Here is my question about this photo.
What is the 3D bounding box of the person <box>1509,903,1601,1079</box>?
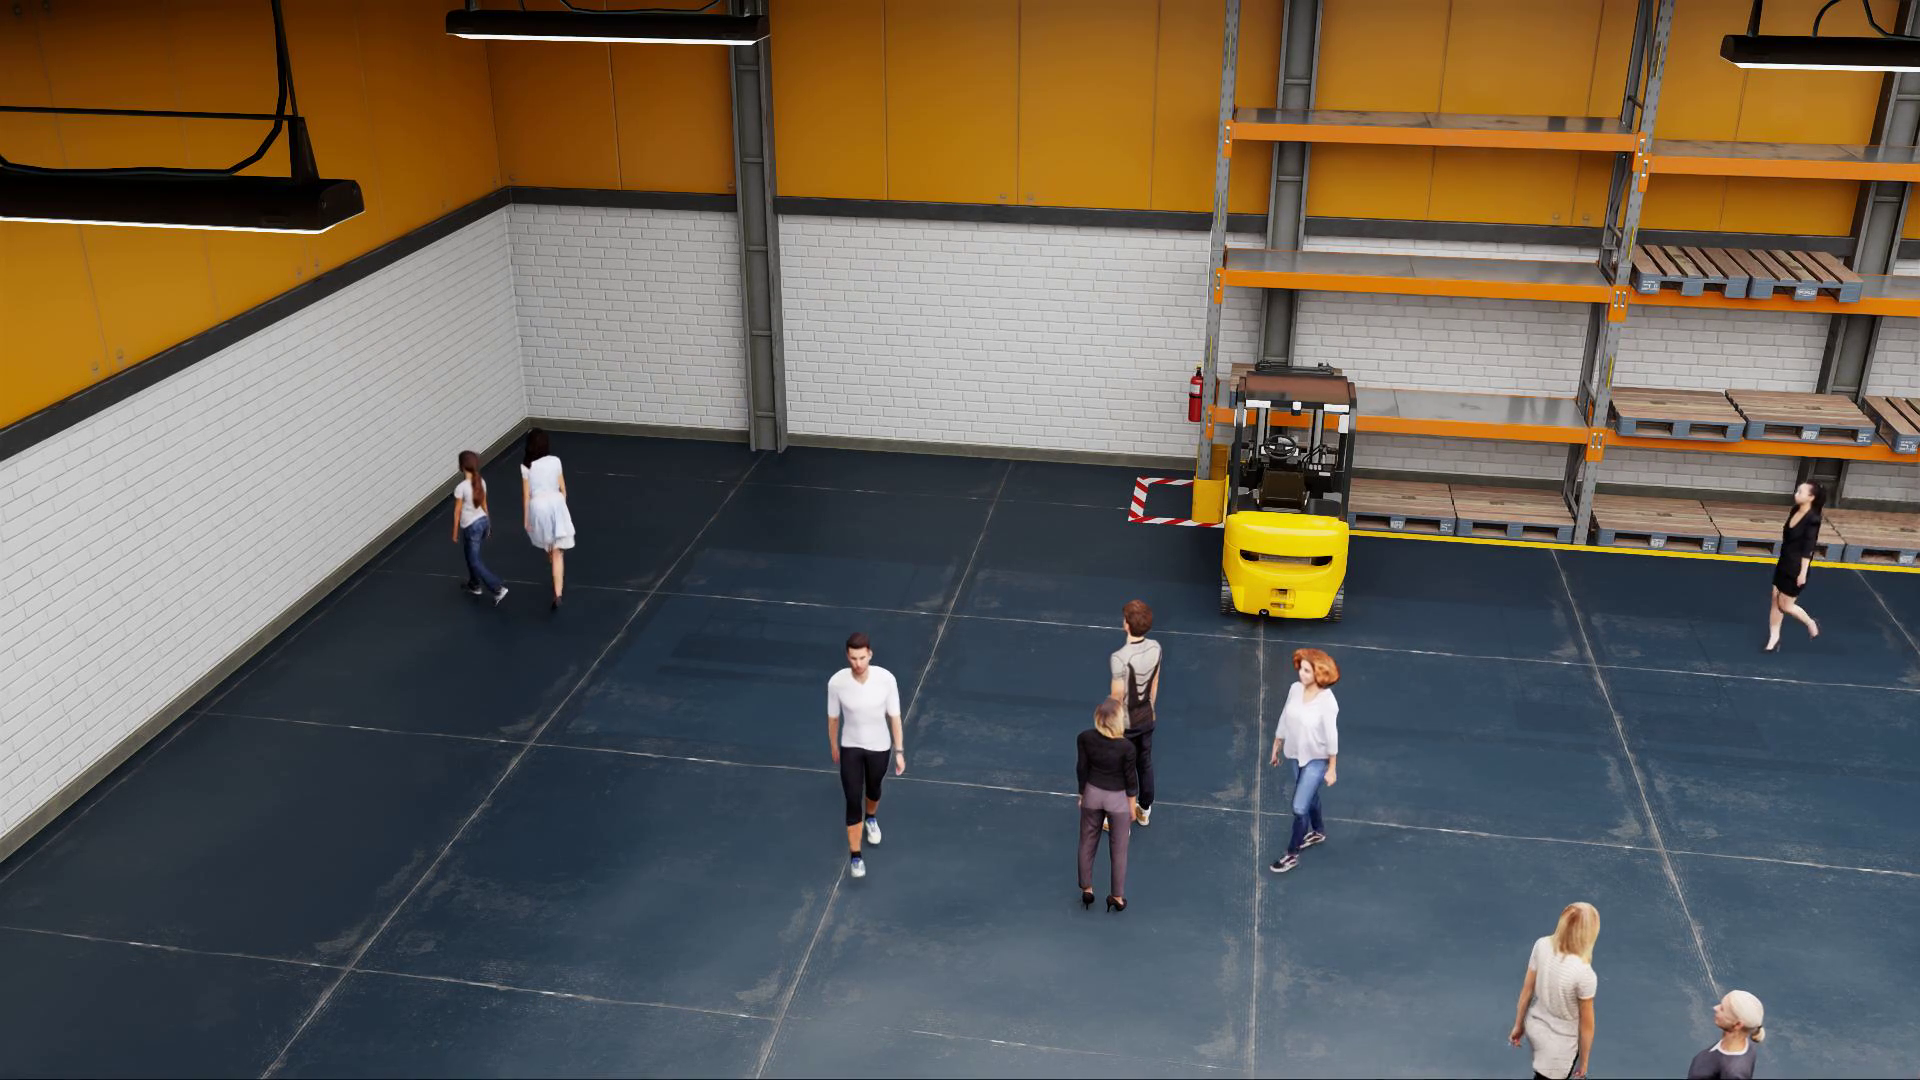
[{"bbox_3d":[3.179,2.811,9.123,1.227,1.785,1.094,-12,26,-26],"label":"person"}]

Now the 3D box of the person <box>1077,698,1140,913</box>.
[{"bbox_3d":[1.005,1.839,11.487,0.543,1.672,0.704,10,26,22],"label":"person"}]

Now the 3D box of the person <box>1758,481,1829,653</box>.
[{"bbox_3d":[7.617,0.275,15.052,0.804,1.683,0.677,0,24,-1],"label":"person"}]

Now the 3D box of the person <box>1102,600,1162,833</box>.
[{"bbox_3d":[1.282,1.321,12.393,0.735,1.895,0.781,-18,29,-35],"label":"person"}]

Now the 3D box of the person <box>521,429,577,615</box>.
[{"bbox_3d":[-3.907,-0.131,15.893,1.199,1.753,1.033,-7,24,-15],"label":"person"}]

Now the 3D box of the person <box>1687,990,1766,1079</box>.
[{"bbox_3d":[3.924,3.050,8.650,0.629,1.726,0.668,12,27,26],"label":"person"}]

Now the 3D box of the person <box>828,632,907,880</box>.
[{"bbox_3d":[-0.689,1.470,12.158,1.188,1.810,0.993,-3,24,-8],"label":"person"}]

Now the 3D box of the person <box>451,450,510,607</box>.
[{"bbox_3d":[-4.678,-0.101,16.092,1.035,1.539,0.731,12,26,26],"label":"person"}]

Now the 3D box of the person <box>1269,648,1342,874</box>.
[{"bbox_3d":[2.625,1.548,12.136,1.025,1.685,0.944,-13,27,-27],"label":"person"}]
